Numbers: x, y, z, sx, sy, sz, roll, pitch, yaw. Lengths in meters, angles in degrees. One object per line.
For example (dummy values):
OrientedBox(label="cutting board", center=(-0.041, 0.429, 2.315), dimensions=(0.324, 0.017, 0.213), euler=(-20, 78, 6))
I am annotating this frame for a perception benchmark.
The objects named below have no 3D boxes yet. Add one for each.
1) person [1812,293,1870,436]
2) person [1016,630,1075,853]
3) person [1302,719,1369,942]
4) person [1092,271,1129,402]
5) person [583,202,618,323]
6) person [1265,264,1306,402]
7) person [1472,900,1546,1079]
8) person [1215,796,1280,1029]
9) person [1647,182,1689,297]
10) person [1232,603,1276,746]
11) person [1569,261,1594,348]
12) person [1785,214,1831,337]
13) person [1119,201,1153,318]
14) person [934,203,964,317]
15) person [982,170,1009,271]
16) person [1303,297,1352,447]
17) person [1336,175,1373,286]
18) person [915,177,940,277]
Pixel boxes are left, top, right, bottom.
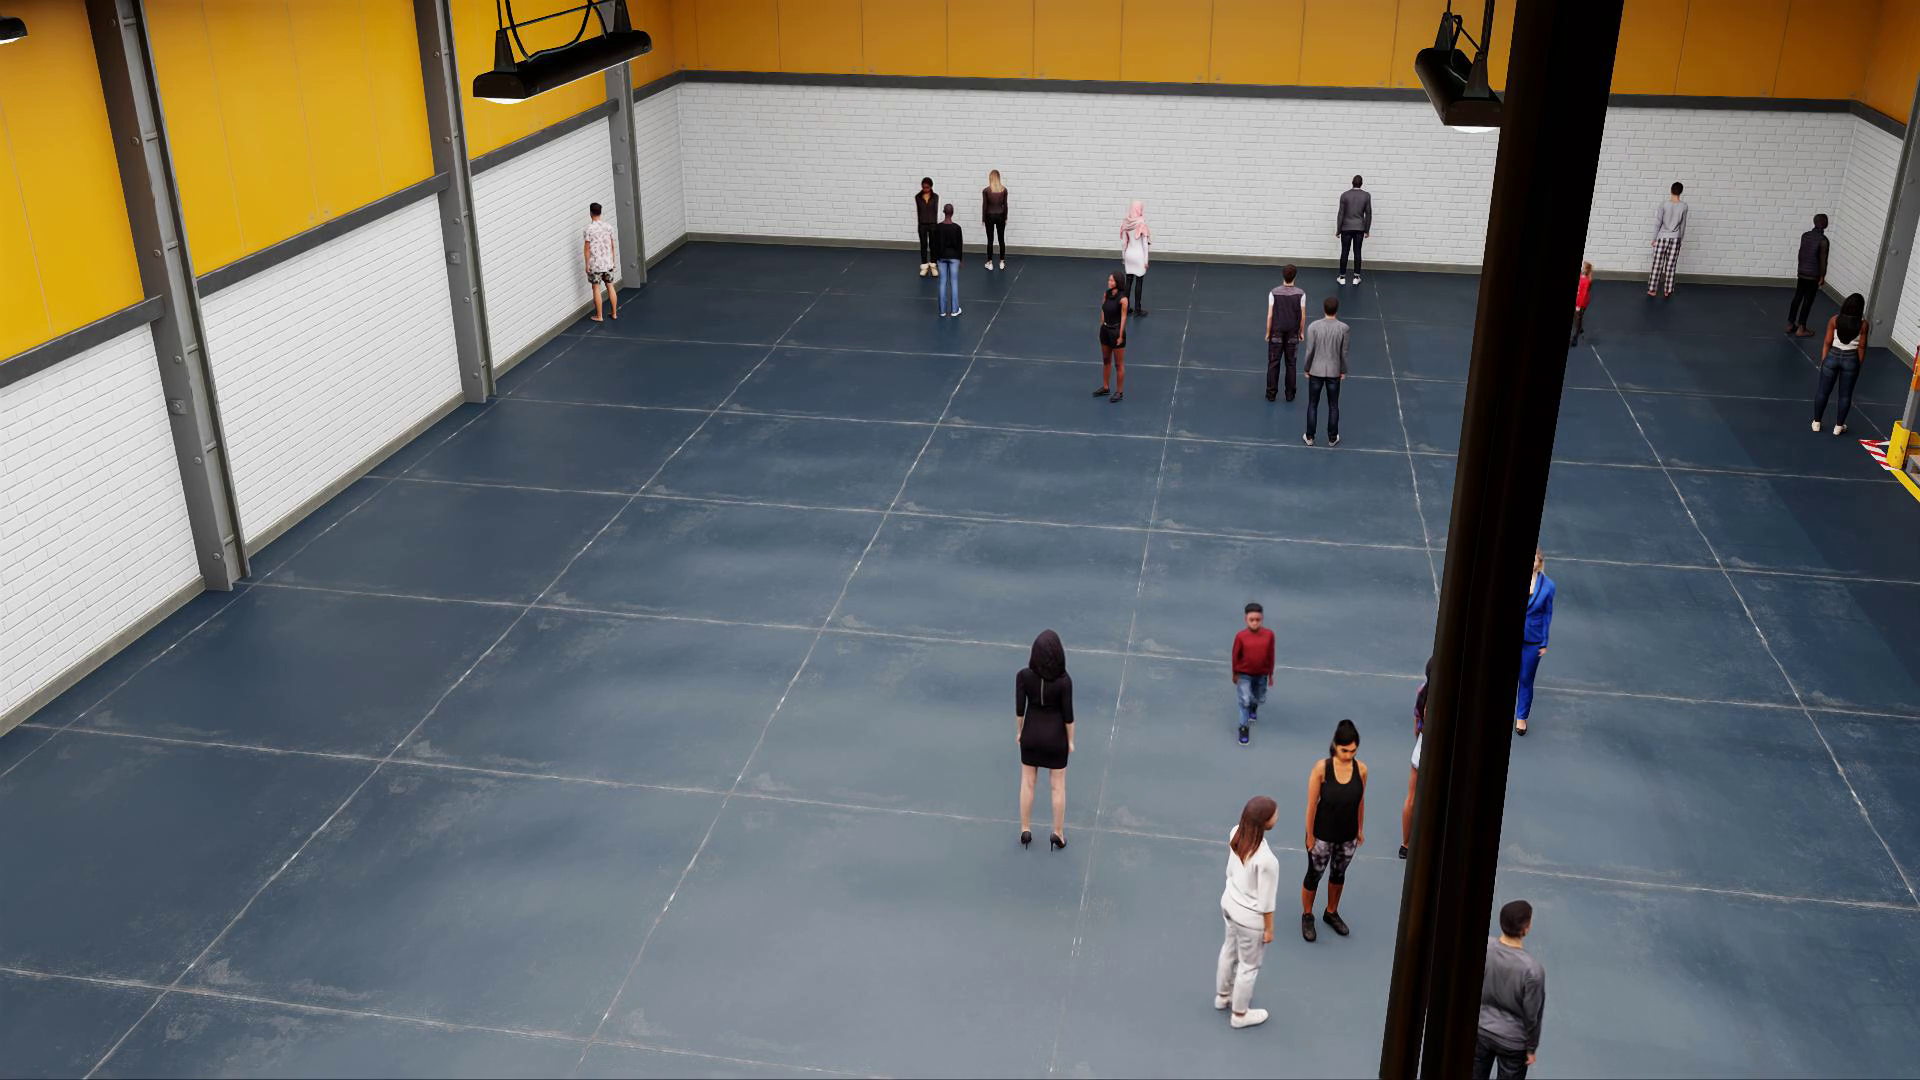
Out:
OrientedBox(label="person", center=(11.116, -2.228, 20.967), dimensions=(0.736, 1.810, 0.744), euler=(16, 28, 32))
OrientedBox(label="person", center=(0.626, 1.510, 12.420), dimensions=(0.607, 1.806, 0.509), euler=(7, 24, 15))
OrientedBox(label="person", center=(2.579, 1.985, 11.497), dimensions=(0.649, 1.674, 0.635), euler=(-5, 24, -12))
OrientedBox(label="person", center=(2.048, -2.734, 22.210), dimensions=(0.719, 1.741, 0.674), euler=(-18, 29, -35))
OrientedBox(label="person", center=(-5.553, -4.300, 25.704), dimensions=(0.710, 1.812, 0.796), euler=(-19, 30, -36))
OrientedBox(label="person", center=(4.319, -2.761, 22.138), dimensions=(0.672, 1.848, 0.589), euler=(2, 24, 5))
OrientedBox(label="person", center=(3.081, 2.813, 9.496), dimensions=(0.703, 1.760, 0.717), euler=(20, 31, 39))
OrientedBox(label="person", center=(1.828, 2.361, 10.623), dimensions=(0.754, 1.686, 0.665), euler=(-11, 26, -24))
OrientedBox(label="person", center=(11.499, -4.885, 26.997), dimensions=(0.618, 1.847, 0.507), euler=(4, 24, 9))
OrientedBox(label="person", center=(2.472, 1.084, 14.099), dimensions=(0.598, 1.243, 0.783), euler=(-1, 24, -2))
OrientedBox(label="person", center=(9.158, -3.479, 24.497), dimensions=(0.698, 1.274, 0.659), euler=(-7, 25, -16))
OrientedBox(label="person", center=(12.758, -3.994, 24.975), dimensions=(0.838, 1.836, 0.674), euler=(-6, 24, -14))
OrientedBox(label="person", center=(2.732, -4.394, 25.929), dimensions=(0.735, 1.803, 0.755), euler=(19, 30, 37))
OrientedBox(label="person", center=(-0.184, -4.380, 25.966), dimensions=(0.594, 1.748, 0.528), euler=(3, 24, 8))
OrientedBox(label="person", center=(0.605, -5.521, 28.632), dimensions=(0.669, 1.704, 0.632), euler=(-5, 24, -11))
OrientedBox(label="person", center=(4.520, -2.086, 20.565), dimensions=(0.670, 1.871, 0.568), euler=(4, 24, 9))
OrientedBox(label="person", center=(6.542, -5.162, 27.669), dimensions=(0.701, 1.818, 0.573), euler=(4, 24, 8))
OrientedBox(label="person", center=(-0.554, -5.352, 28.301), dimensions=(0.613, 1.659, 0.672), euler=(1, 24, 2))
